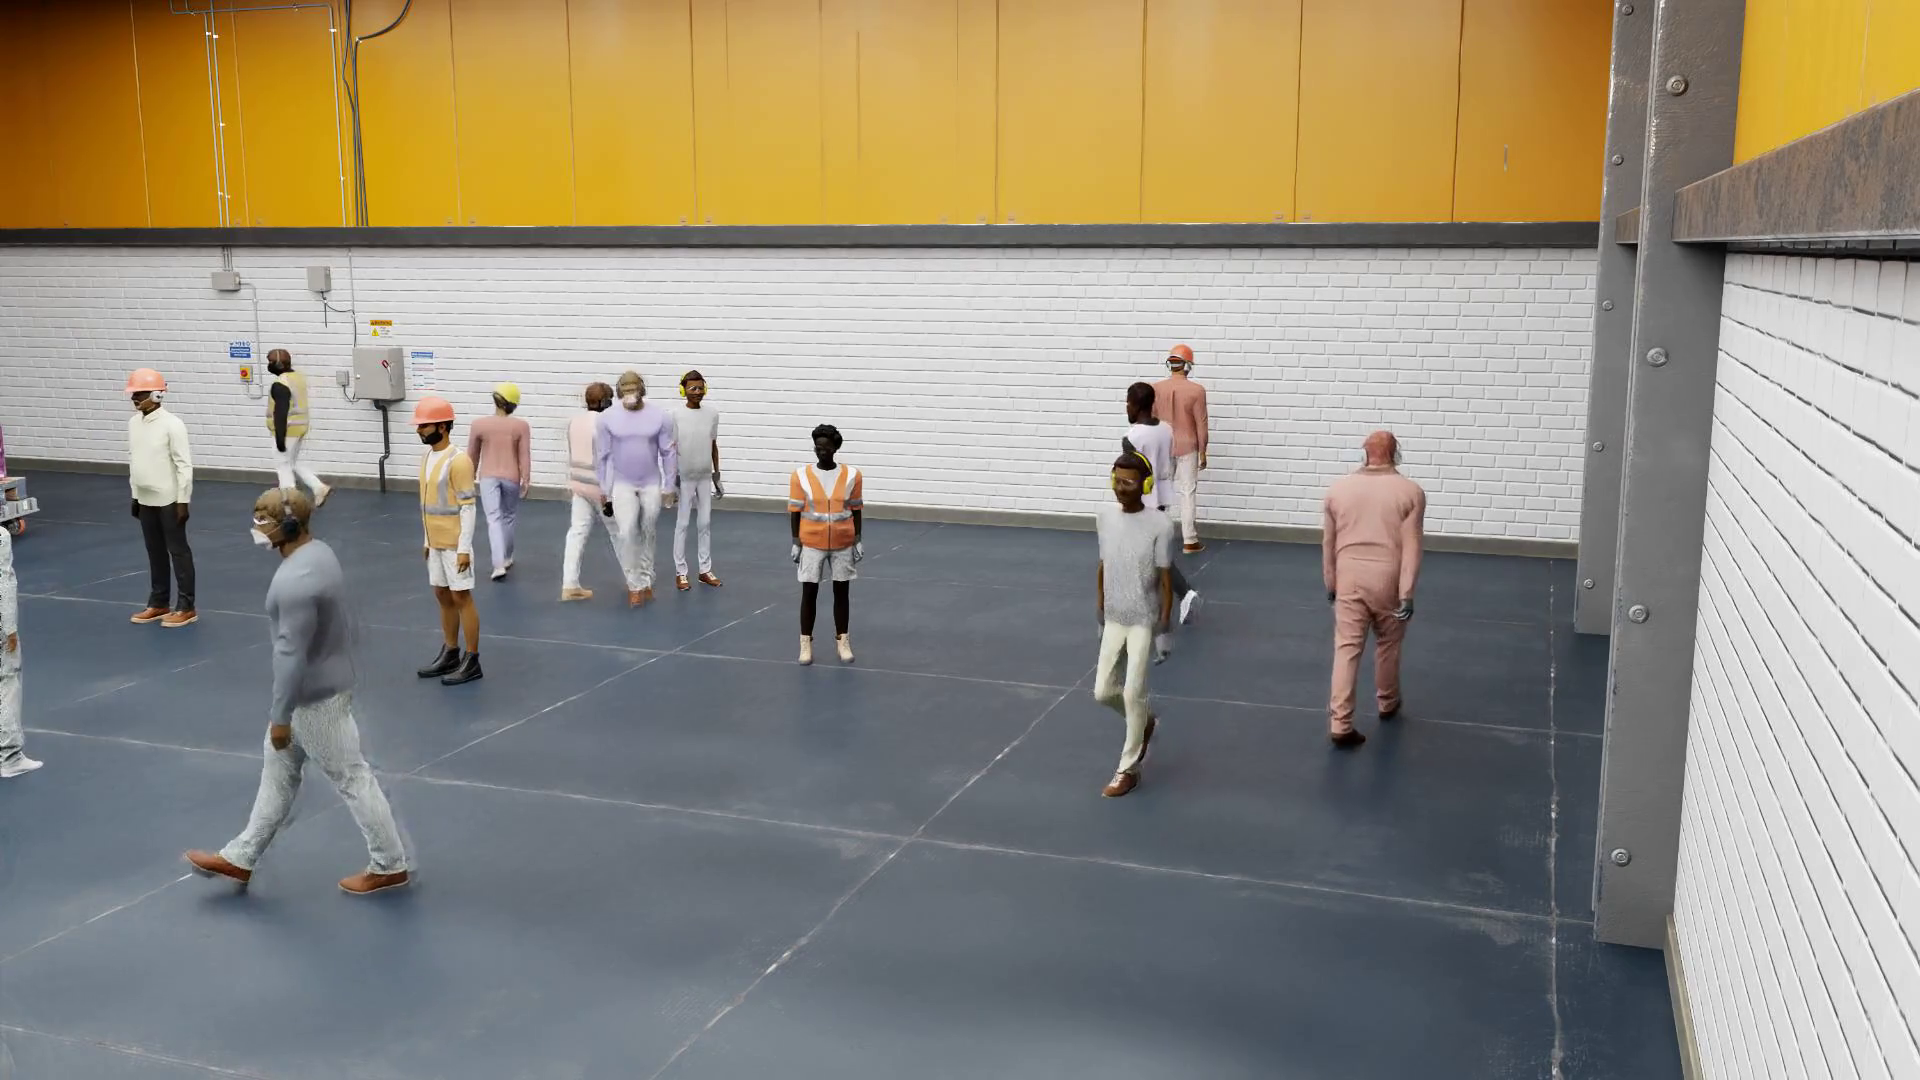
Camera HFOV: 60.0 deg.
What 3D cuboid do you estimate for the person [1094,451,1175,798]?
[{"bbox_3d":[0.954,0.435,8.906,0.516,1.856,0.553,8,13,37],"label":"person"}]

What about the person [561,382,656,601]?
[{"bbox_3d":[-2.985,-0.408,13.837,0.630,1.800,0.942,7,12,34],"label":"person"}]

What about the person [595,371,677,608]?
[{"bbox_3d":[-2.611,-0.406,13.486,0.635,1.908,0.675,-3,10,-16],"label":"person"}]

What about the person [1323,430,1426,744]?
[{"bbox_3d":[2.454,0.271,9.936,0.649,1.822,1.076,6,12,30],"label":"person"}]

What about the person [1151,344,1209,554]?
[{"bbox_3d":[2.082,-0.863,15.837,0.609,1.986,0.390,6,12,29],"label":"person"}]

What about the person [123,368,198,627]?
[{"bbox_3d":[-6.156,-0.325,12.778,0.612,1.996,0.389,5,11,28],"label":"person"}]

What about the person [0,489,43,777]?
[{"bbox_3d":[-5.380,0.460,9.150,0.499,1.734,0.417,1,10,6],"label":"person"}]

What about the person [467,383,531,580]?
[{"bbox_3d":[-4.058,-0.521,14.720,0.536,1.709,0.887,-4,11,-20],"label":"person"}]

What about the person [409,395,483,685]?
[{"bbox_3d":[-3.443,0.002,11.099,0.379,1.937,0.548,-10,14,-44],"label":"person"}]

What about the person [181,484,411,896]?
[{"bbox_3d":[-2.972,0.699,7.351,1.024,1.870,0.633,-3,10,-14],"label":"person"}]

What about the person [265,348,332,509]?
[{"bbox_3d":[-7.187,-1.155,17.931,0.547,1.823,0.643,-1,10,-3],"label":"person"}]

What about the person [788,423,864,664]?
[{"bbox_3d":[-0.930,0.026,11.631,0.538,1.698,0.320,-2,10,-12],"label":"person"}]

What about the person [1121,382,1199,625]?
[{"bbox_3d":[1.442,-0.254,12.635,0.733,1.900,0.607,9,13,40],"label":"person"}]

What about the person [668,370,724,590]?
[{"bbox_3d":[-2.260,-0.515,14.204,0.507,1.872,0.329,-7,12,-34],"label":"person"}]
